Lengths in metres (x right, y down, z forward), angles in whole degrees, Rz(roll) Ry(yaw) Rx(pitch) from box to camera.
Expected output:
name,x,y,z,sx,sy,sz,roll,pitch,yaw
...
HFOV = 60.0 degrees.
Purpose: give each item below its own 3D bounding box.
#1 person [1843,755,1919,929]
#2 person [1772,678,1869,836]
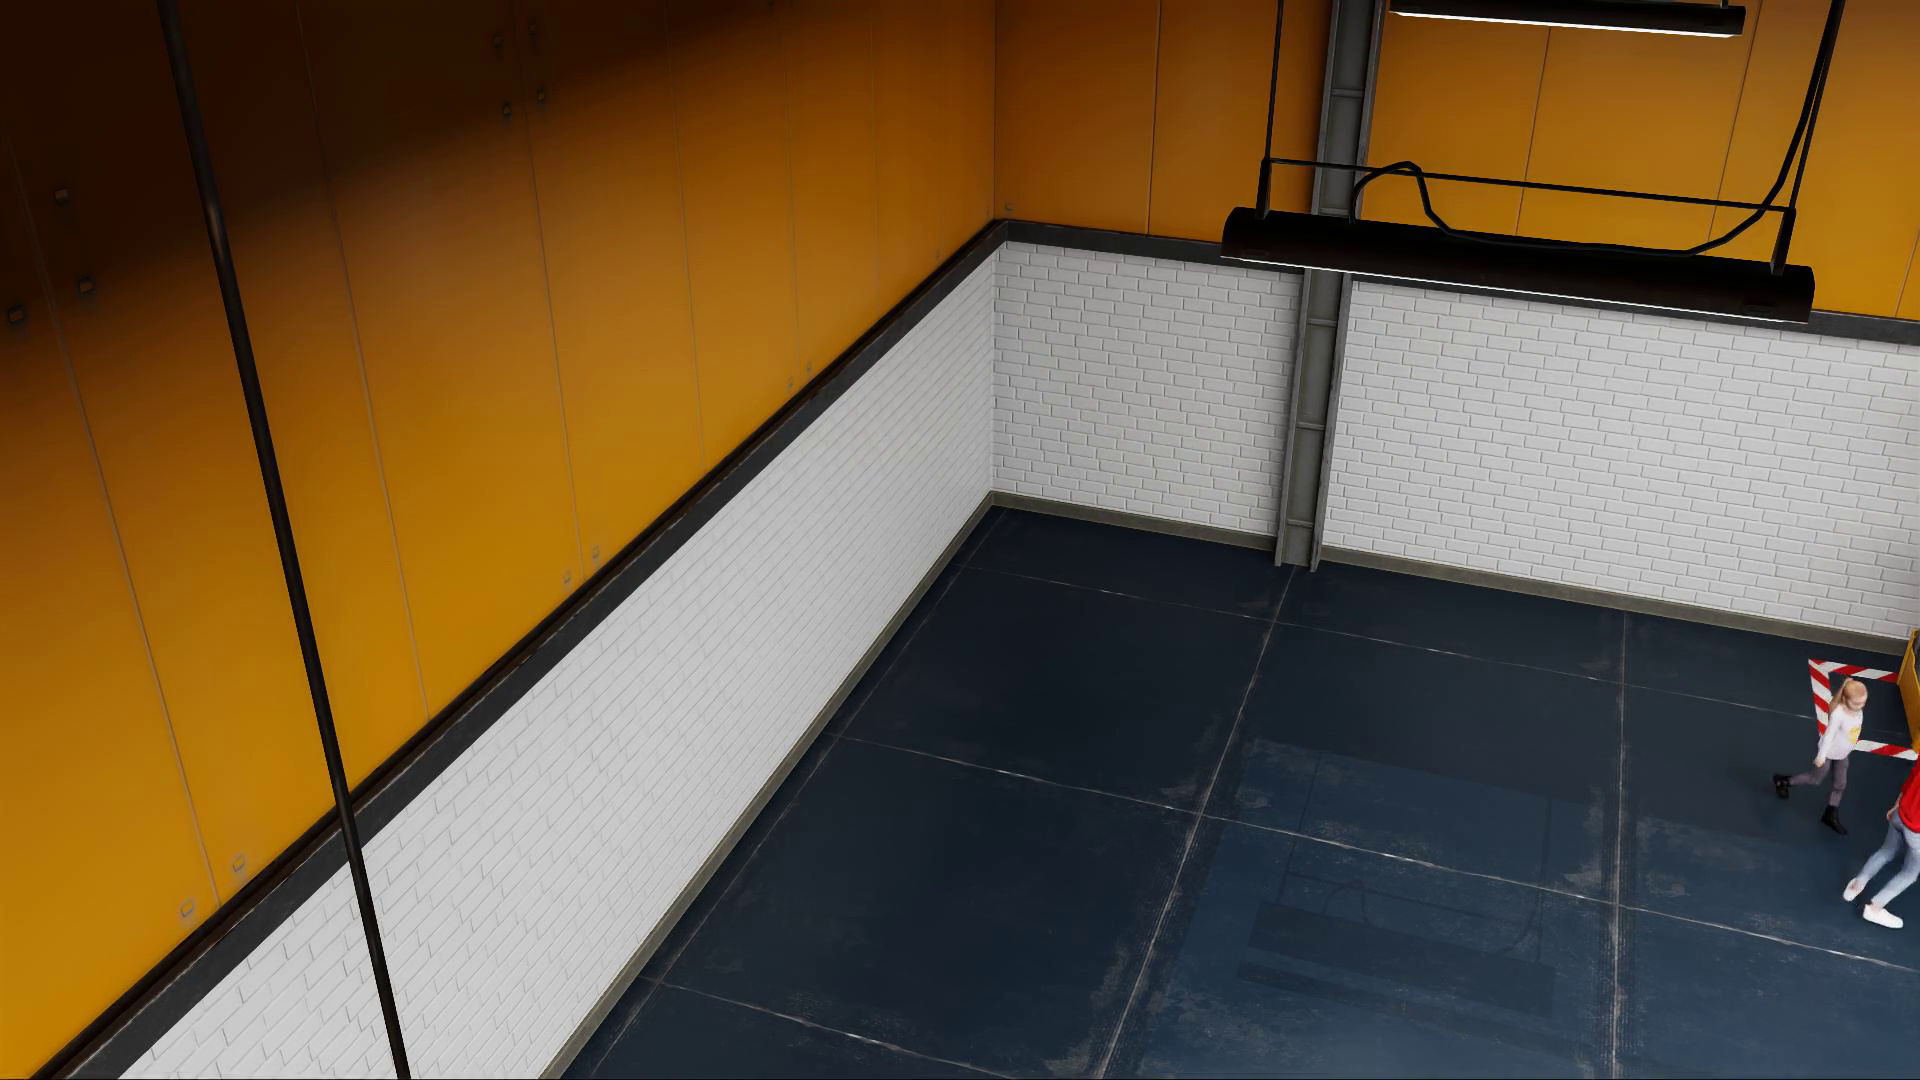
name,x,y,z,sx,sy,sz,roll,pitch,yaw
person,6.404,1.942,11.213,0.755,1.657,0.873,-8,30,-15
person,6.426,1.546,12.359,0.842,1.256,0.907,-13,31,-22
